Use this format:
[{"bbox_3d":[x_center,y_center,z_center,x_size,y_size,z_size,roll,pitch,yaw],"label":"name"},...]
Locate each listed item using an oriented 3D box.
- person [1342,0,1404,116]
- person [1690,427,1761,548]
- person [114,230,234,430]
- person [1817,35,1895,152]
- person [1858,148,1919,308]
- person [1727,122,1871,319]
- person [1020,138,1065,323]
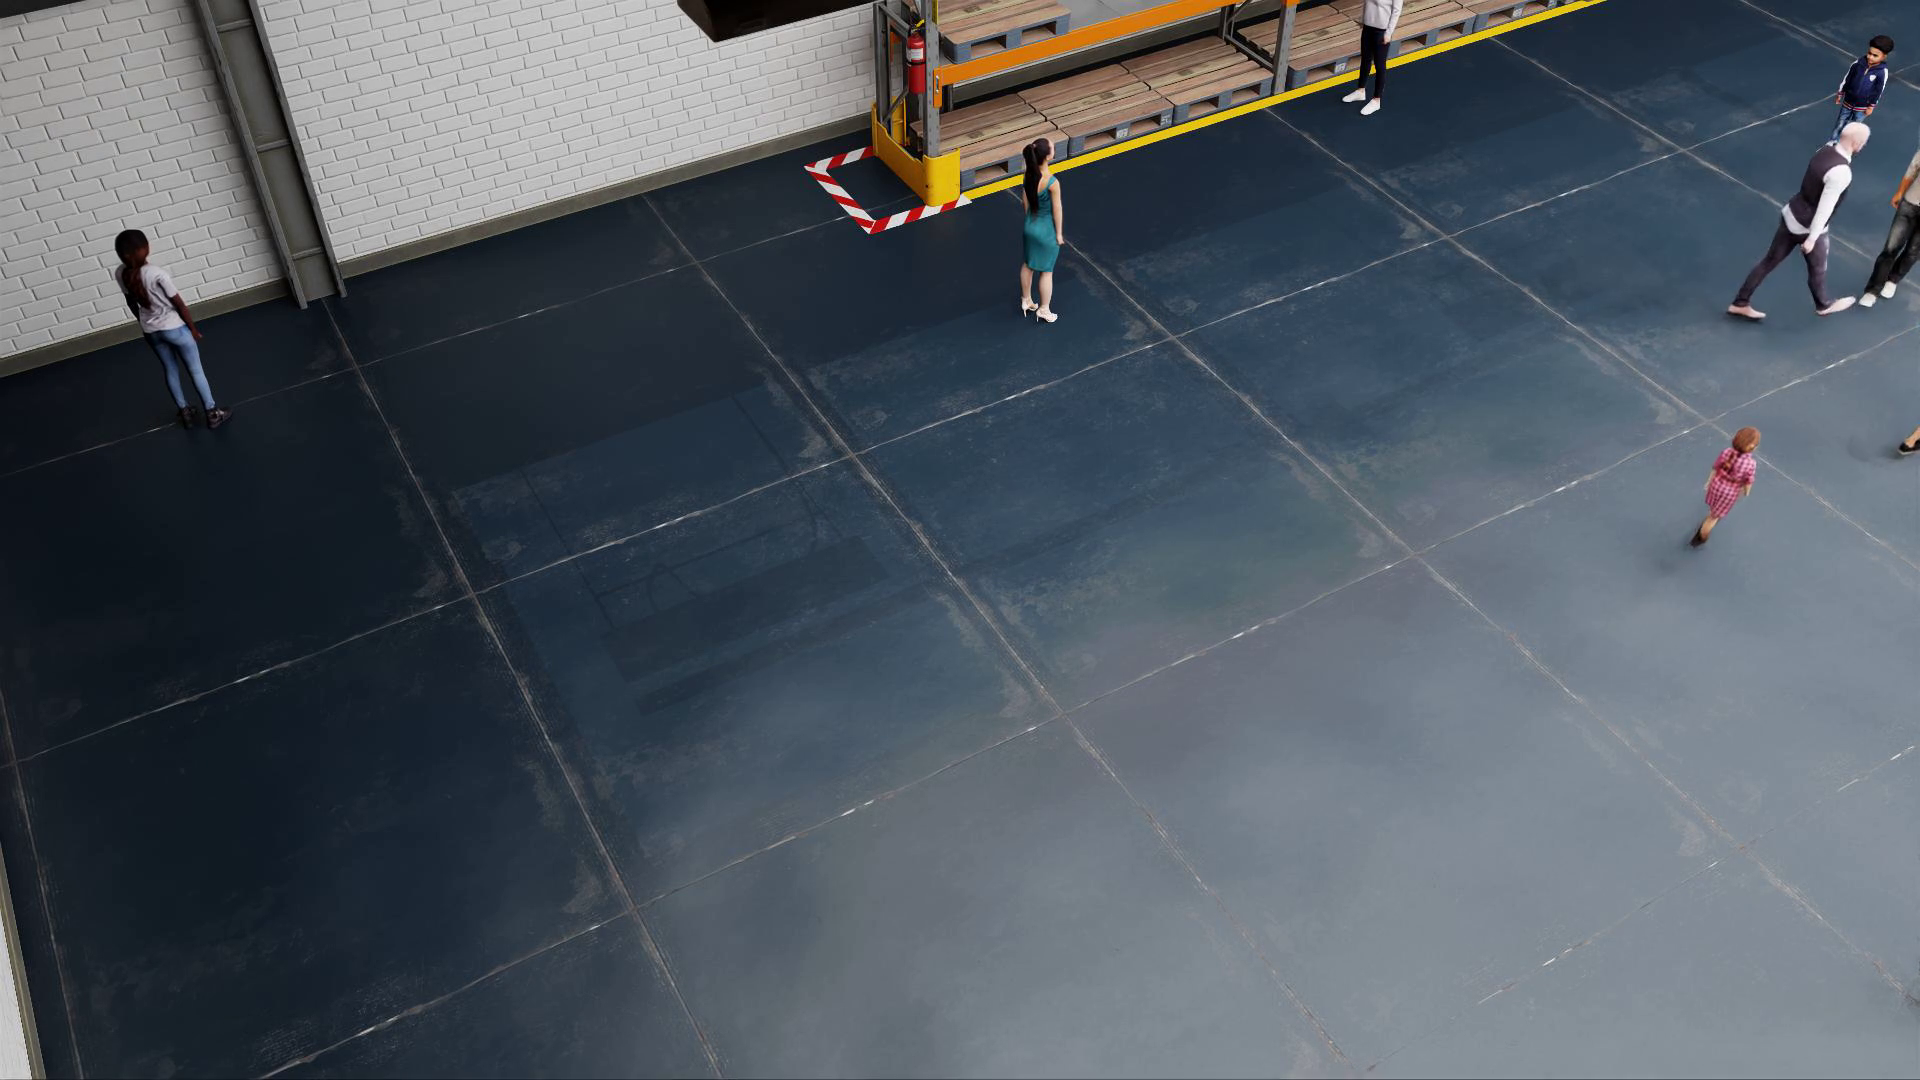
[{"bbox_3d":[4.049,-4.964,16.046,0.536,1.701,0.601,-22,48,-21],"label":"person"},{"bbox_3d":[5.376,-0.353,11.714,0.783,1.000,0.551,-34,53,-31],"label":"person"},{"bbox_3d":[-5.949,-1.572,12.471,0.643,1.720,0.732,4,44,5],"label":"person"},{"bbox_3d":[8.389,-4.125,15.512,0.533,1.221,0.559,-31,52,-29],"label":"person"},{"bbox_3d":[7.975,-2.790,13.692,0.923,1.799,1.054,25,49,24],"label":"person"},{"bbox_3d":[6.725,-2.518,13.430,1.351,1.767,1.153,3,44,3],"label":"person"},{"bbox_3d":[0.652,-2.505,13.475,0.561,1.687,0.592,-34,53,-31],"label":"person"}]
